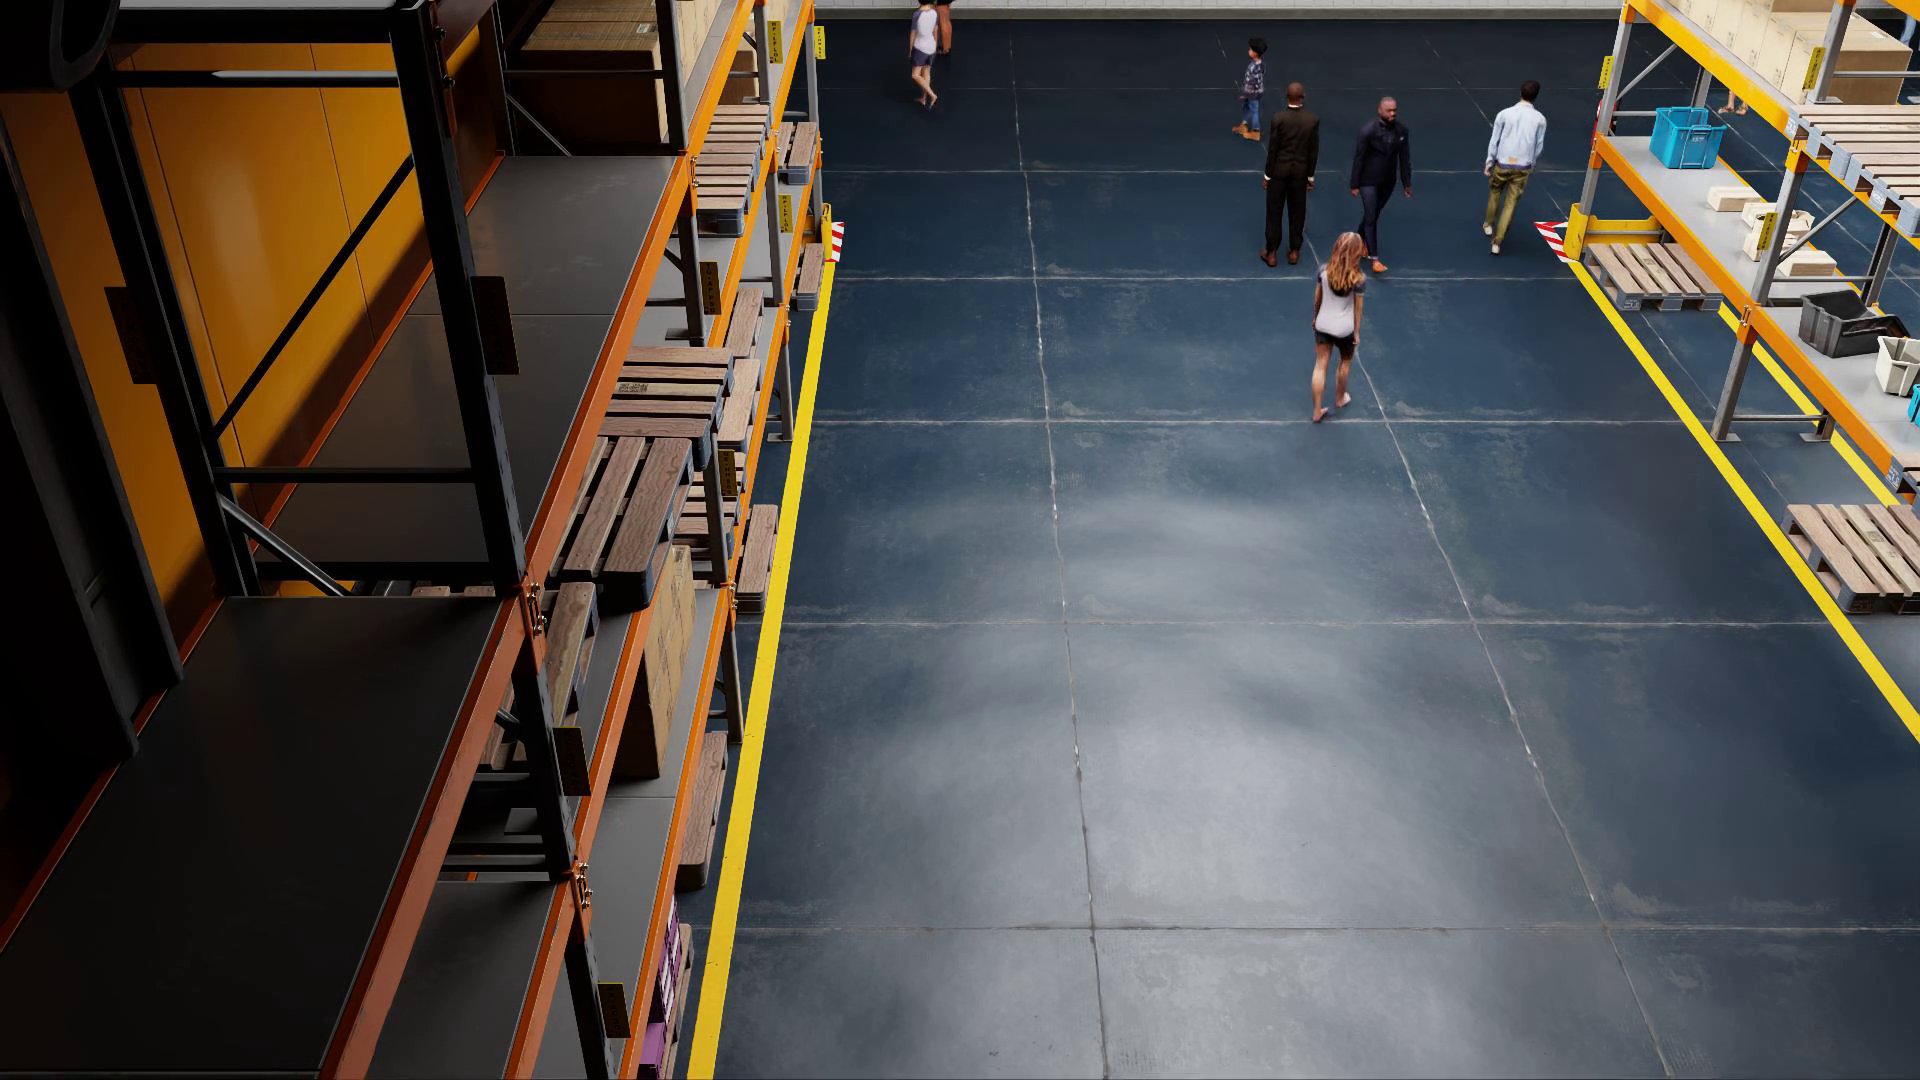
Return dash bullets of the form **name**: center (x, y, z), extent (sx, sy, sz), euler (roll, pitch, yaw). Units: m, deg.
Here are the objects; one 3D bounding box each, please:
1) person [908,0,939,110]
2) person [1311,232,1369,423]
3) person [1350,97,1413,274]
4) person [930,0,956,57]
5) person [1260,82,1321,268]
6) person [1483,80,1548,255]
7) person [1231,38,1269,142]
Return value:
- **person**: center (-0.437, -6.229, 21.107), extent (0.854, 1.548, 0.940), euler (-24, 41, -32)
- **person**: center (3.193, -1.786, 14.272), extent (0.818, 1.716, 0.909), euler (18, 37, 25)
- **person**: center (4.248, -3.689, 17.082), extent (0.946, 1.773, 1.207), euler (-11, 35, -15)
- **person**: center (-0.253, -7.562, 22.998), extent (0.679, 1.674, 0.555), euler (6, 34, 9)
- **person**: center (3.373, -3.750, 17.057), extent (0.677, 1.904, 0.589), euler (-1, 34, -1)
- **person**: center (5.746, -3.843, 17.304), extent (0.882, 1.785, 1.070), euler (11, 35, 16)
- **person**: center (3.625, -5.480, 20.261), extent (0.708, 1.237, 0.670), euler (17, 37, 23)
